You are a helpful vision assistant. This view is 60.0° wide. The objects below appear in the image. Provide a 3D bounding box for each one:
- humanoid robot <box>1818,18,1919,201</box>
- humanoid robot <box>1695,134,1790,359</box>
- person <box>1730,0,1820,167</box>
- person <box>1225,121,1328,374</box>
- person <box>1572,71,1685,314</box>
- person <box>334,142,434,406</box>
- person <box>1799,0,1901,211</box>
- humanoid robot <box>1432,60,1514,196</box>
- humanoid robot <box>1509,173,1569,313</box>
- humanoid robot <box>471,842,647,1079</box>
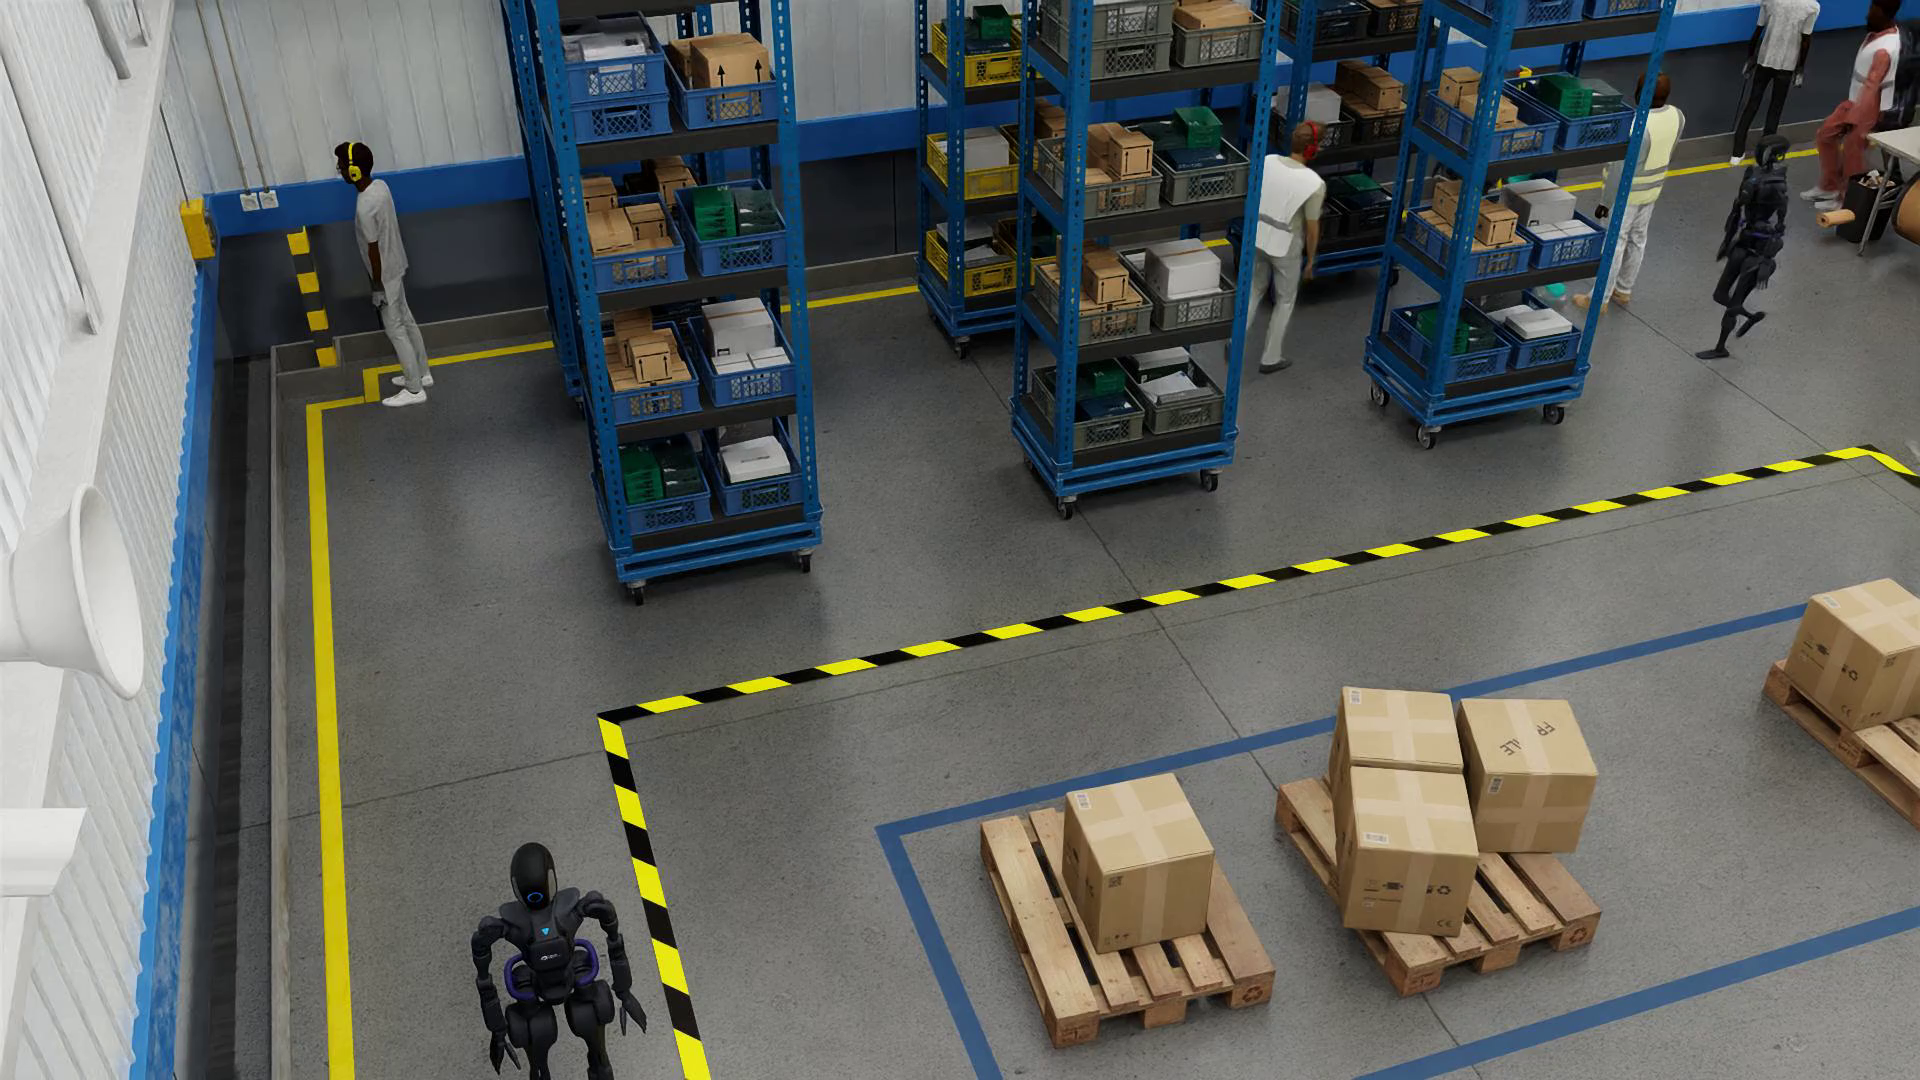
[{"bbox_3d":[7.837,-3.591,13.965,0.786,1.625,0.601,-2,35,-3],"label":"humanoid robot"},{"bbox_3d":[5.649,-2.060,11.765,0.555,1.642,0.615,-5,36,-7],"label":"humanoid robot"},{"bbox_3d":[7.143,-4.149,14.563,0.513,1.857,0.335,29,44,34],"label":"person"},{"bbox_3d":[2.218,-2.023,11.573,0.437,1.822,0.611,-26,43,-32],"label":"person"},{"bbox_3d":[4.956,-2.573,12.338,0.620,1.845,0.431,-19,40,-25],"label":"person"},{"bbox_3d":[-3.880,-1.787,11.210,0.315,1.864,0.508,-3,35,-4],"label":"person"},{"bbox_3d":[7.393,-3.600,13.749,0.593,1.891,0.626,13,37,17],"label":"person"},{"bbox_3d":[4.074,-3.021,13.125,0.613,1.631,0.562,18,39,23],"label":"humanoid robot"},{"bbox_3d":[4.114,-2.037,11.753,0.683,1.897,0.547,0,35,0],"label":"humanoid robot"},{"bbox_3d":[-1.511,1.766,6.317,0.599,1.657,0.315,-12,37,-17],"label":"humanoid robot"}]
